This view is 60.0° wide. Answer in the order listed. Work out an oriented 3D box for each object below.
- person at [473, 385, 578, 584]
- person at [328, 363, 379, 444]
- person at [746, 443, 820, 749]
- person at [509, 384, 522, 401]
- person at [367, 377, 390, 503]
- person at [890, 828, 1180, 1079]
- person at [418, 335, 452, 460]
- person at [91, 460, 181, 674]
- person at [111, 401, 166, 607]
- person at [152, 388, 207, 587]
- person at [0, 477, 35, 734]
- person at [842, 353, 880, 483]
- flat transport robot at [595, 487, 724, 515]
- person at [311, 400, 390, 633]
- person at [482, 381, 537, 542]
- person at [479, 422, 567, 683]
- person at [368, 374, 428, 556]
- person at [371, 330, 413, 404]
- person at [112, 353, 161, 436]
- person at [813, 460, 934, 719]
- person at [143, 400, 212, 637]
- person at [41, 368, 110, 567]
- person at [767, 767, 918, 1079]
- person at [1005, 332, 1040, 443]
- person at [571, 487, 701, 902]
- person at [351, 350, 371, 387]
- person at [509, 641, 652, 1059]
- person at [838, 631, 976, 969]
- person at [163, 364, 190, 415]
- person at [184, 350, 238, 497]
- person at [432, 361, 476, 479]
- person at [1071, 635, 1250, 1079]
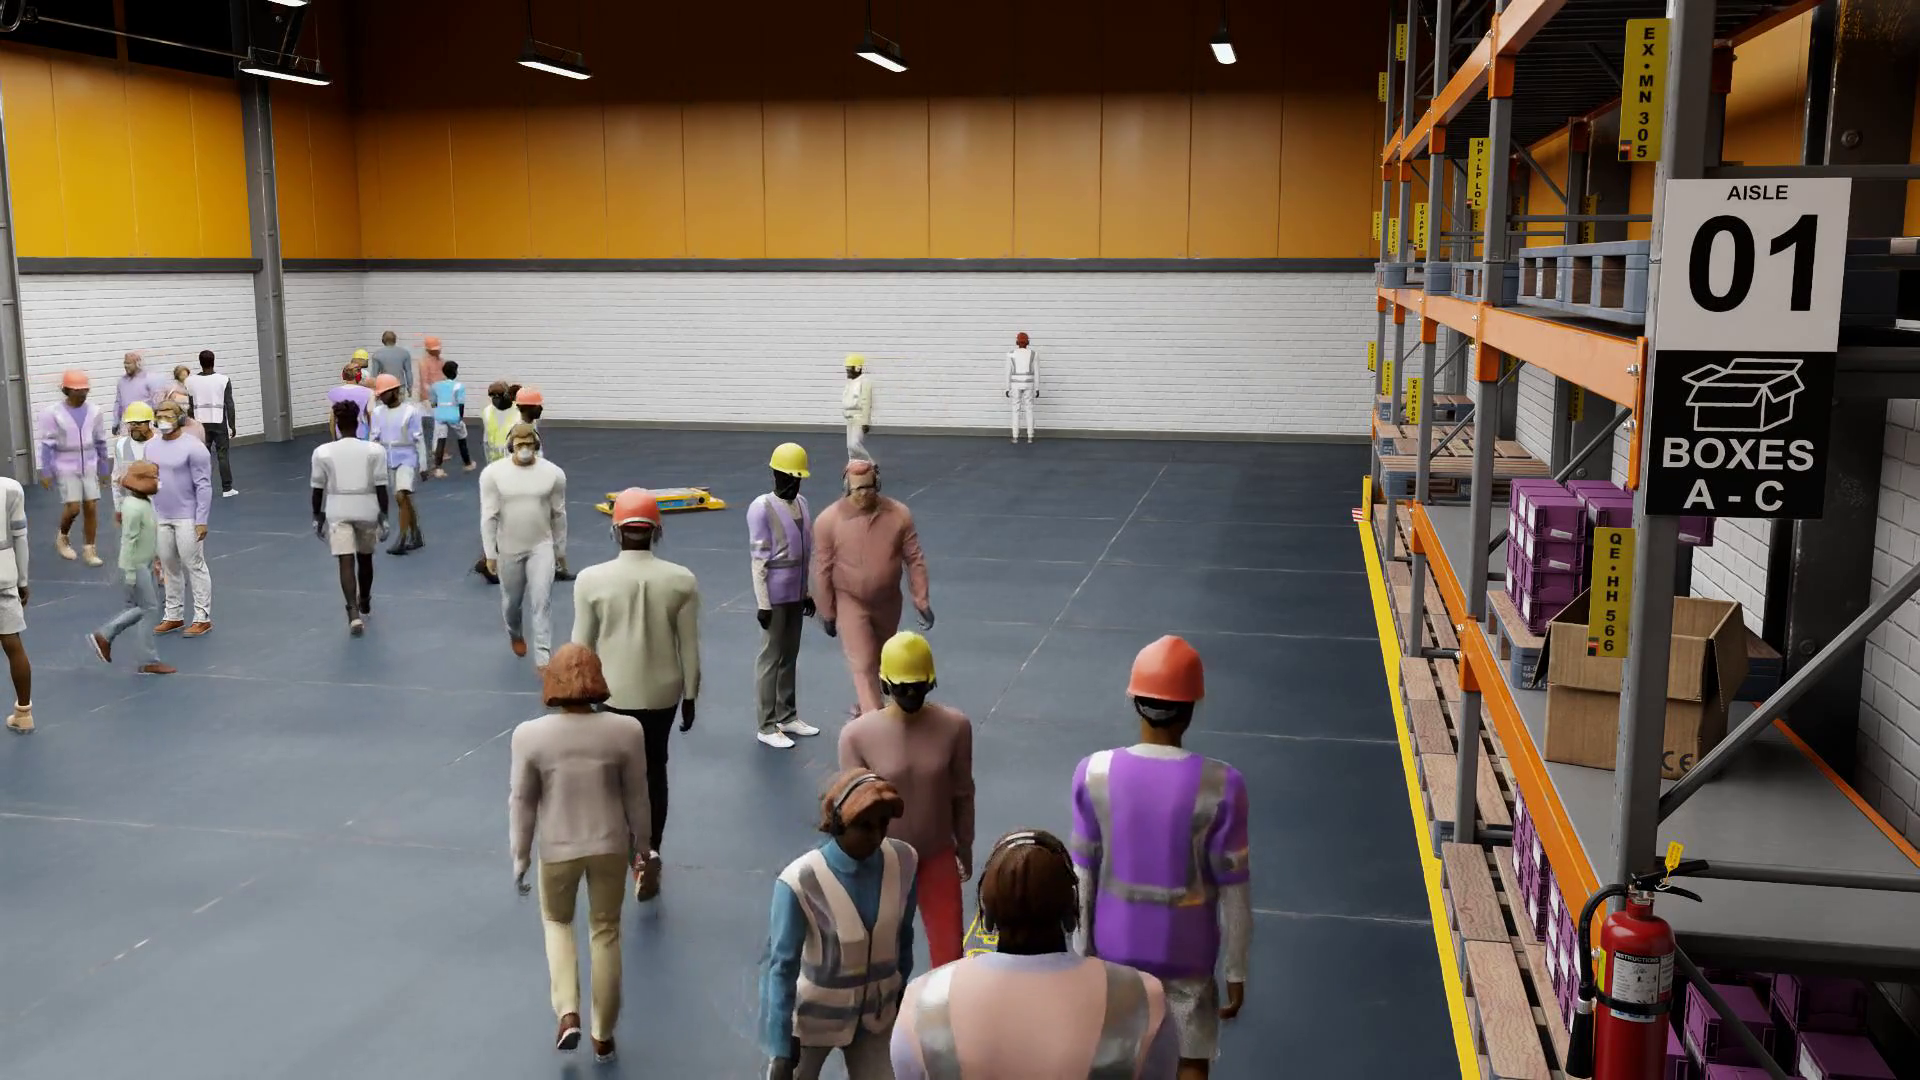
[{"bbox_3d":[-4.150,-0.517,15.769,0.945,1.909,0.552,-2,10,-9],"label":"person"},{"bbox_3d":[-7.339,-1.220,20.153,0.572,1.843,0.373,0,9,-1],"label":"person"},{"bbox_3d":[-1.103,0.340,10.536,0.381,1.919,0.584,5,10,25],"label":"person"},{"bbox_3d":[-5.021,-0.965,19.153,0.359,1.671,0.554,-4,10,-22],"label":"person"},{"bbox_3d":[-7.468,-1.289,21.269,0.503,1.612,0.637,-9,13,-42],"label":"person"},{"bbox_3d":[0.162,1.536,3.616,0.638,1.825,0.711,2,10,12],"label":"person"},{"bbox_3d":[-8.115,-2.198,25.734,0.483,1.952,0.630,3,10,17],"label":"person"},{"bbox_3d":[-6.127,0.210,12.260,0.555,1.614,0.506,-2,10,-12],"label":"person"},{"bbox_3d":[-7.189,-0.311,14.712,0.600,1.831,0.404,-1,9,-5],"label":"person"},{"bbox_3d":[-7.361,-0.484,15.591,0.443,1.883,0.676,9,13,43],"label":"person"},{"bbox_3d":[-6.232,0.272,10.566,0.392,2.045,0.608,6,11,34],"label":"person"},{"bbox_3d":[-1.412,-1.666,22.924,0.443,1.814,0.613,-6,11,-30],"label":"person"},{"bbox_3d":[-3.690,-0.482,20.440,1.431,0.197,0.652,-5,11,-30],"label":"flat transport robot"},{"bbox_3d":[-5.084,-0.211,13.893,0.613,1.916,1.048,-4,10,-21],"label":"person"},{"bbox_3d":[-4.808,-0.798,17.792,0.711,1.783,0.905,2,10,11],"label":"person"},{"bbox_3d":[-3.242,0.051,12.361,0.632,1.907,0.911,-3,10,-20],"label":"person"},{"bbox_3d":[-5.921,-0.784,17.396,0.559,1.879,0.940,2,10,13],"label":"person"},{"bbox_3d":[-9.531,-2.548,27.924,0.644,1.920,0.484,-7,11,-35],"label":"person"},{"bbox_3d":[-11.068,-1.589,22.362,0.666,1.853,1.014,3,10,19],"label":"person"},{"bbox_3d":[-0.533,0.423,10.256,0.657,1.835,1.013,-4,10,-24],"label":"person"},{"bbox_3d":[-6.384,-0.172,13.560,0.631,1.940,0.370,3,10,17],"label":"person"},{"bbox_3d":[-8.820,-0.714,16.598,0.578,2.015,0.667,7,12,37],"label":"person"},{"bbox_3d":[-0.356,1.433,4.937,0.572,1.586,0.895,-7,12,-36],"label":"person"},{"bbox_3d":[1.065,-2.588,28.276,0.585,1.882,0.337,0,9,2],"label":"person"},{"bbox_3d":[-1.529,0.737,7.969,0.613,1.973,0.800,-4,10,-24],"label":"person"},{"bbox_3d":[-9.104,-2.030,25.363,0.483,1.736,0.311,5,11,29],"label":"person"},{"bbox_3d":[-1.436,1.186,6.340,0.530,1.618,0.361,-3,10,-15],"label":"person"},{"bbox_3d":[-0.163,1.185,6.023,0.523,1.723,0.895,-2,10,-13],"label":"person"},{"bbox_3d":[-11.155,-1.713,23.813,0.467,1.621,0.519,7,12,37],"label":"person"},{"bbox_3d":[-9.754,-1.511,21.678,0.591,1.922,0.392,-1,10,-9],"label":"person"},{"bbox_3d":[-7.269,-1.726,23.770,0.539,1.638,0.897,2,10,9],"label":"person"},{"bbox_3d":[0.595,1.250,5.063,0.555,1.915,0.752,3,10,17],"label":"person"}]
